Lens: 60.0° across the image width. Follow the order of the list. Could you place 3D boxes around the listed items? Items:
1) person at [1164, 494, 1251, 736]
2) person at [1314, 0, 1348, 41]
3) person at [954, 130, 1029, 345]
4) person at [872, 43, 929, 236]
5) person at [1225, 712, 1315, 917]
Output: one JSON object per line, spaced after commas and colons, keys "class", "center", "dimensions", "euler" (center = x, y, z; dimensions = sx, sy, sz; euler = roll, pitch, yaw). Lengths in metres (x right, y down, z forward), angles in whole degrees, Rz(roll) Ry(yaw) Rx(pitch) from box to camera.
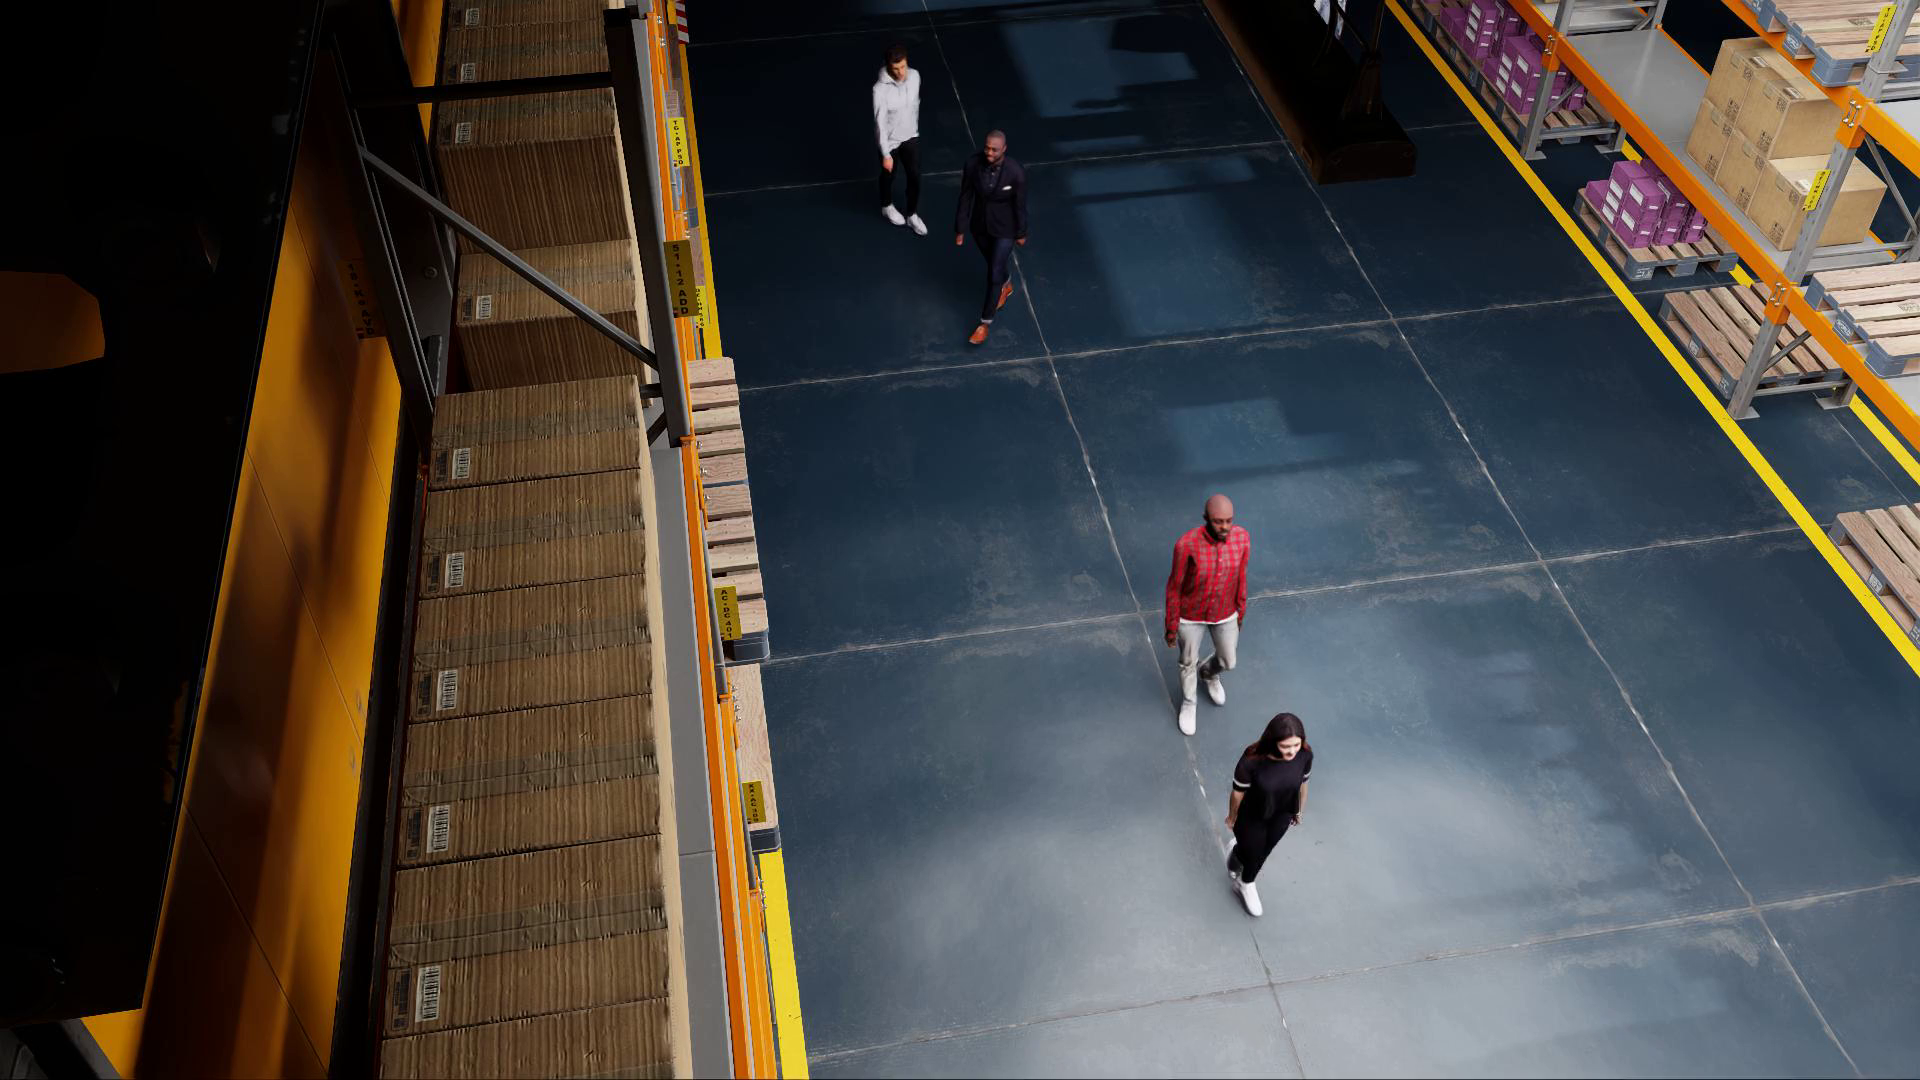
{"class": "person", "center": [1.531, 0.391, 10.489], "dimensions": [0.726, 1.815, 0.759], "euler": [-3, 44, -3]}
{"class": "person", "center": [3.710, -5.195, 16.777], "dimensions": [0.716, 1.230, 0.958], "euler": [10, 44, 10]}
{"class": "person", "center": [0.313, -2.574, 13.633], "dimensions": [1.145, 1.773, 1.277], "euler": [19, 47, 19]}
{"class": "person", "center": [-0.585, -3.567, 14.600], "dimensions": [0.984, 1.876, 0.895], "euler": [35, 53, 31]}
{"class": "person", "center": [1.707, 1.484, 9.475], "dimensions": [0.653, 1.631, 0.710], "euler": [-12, 45, -12]}
